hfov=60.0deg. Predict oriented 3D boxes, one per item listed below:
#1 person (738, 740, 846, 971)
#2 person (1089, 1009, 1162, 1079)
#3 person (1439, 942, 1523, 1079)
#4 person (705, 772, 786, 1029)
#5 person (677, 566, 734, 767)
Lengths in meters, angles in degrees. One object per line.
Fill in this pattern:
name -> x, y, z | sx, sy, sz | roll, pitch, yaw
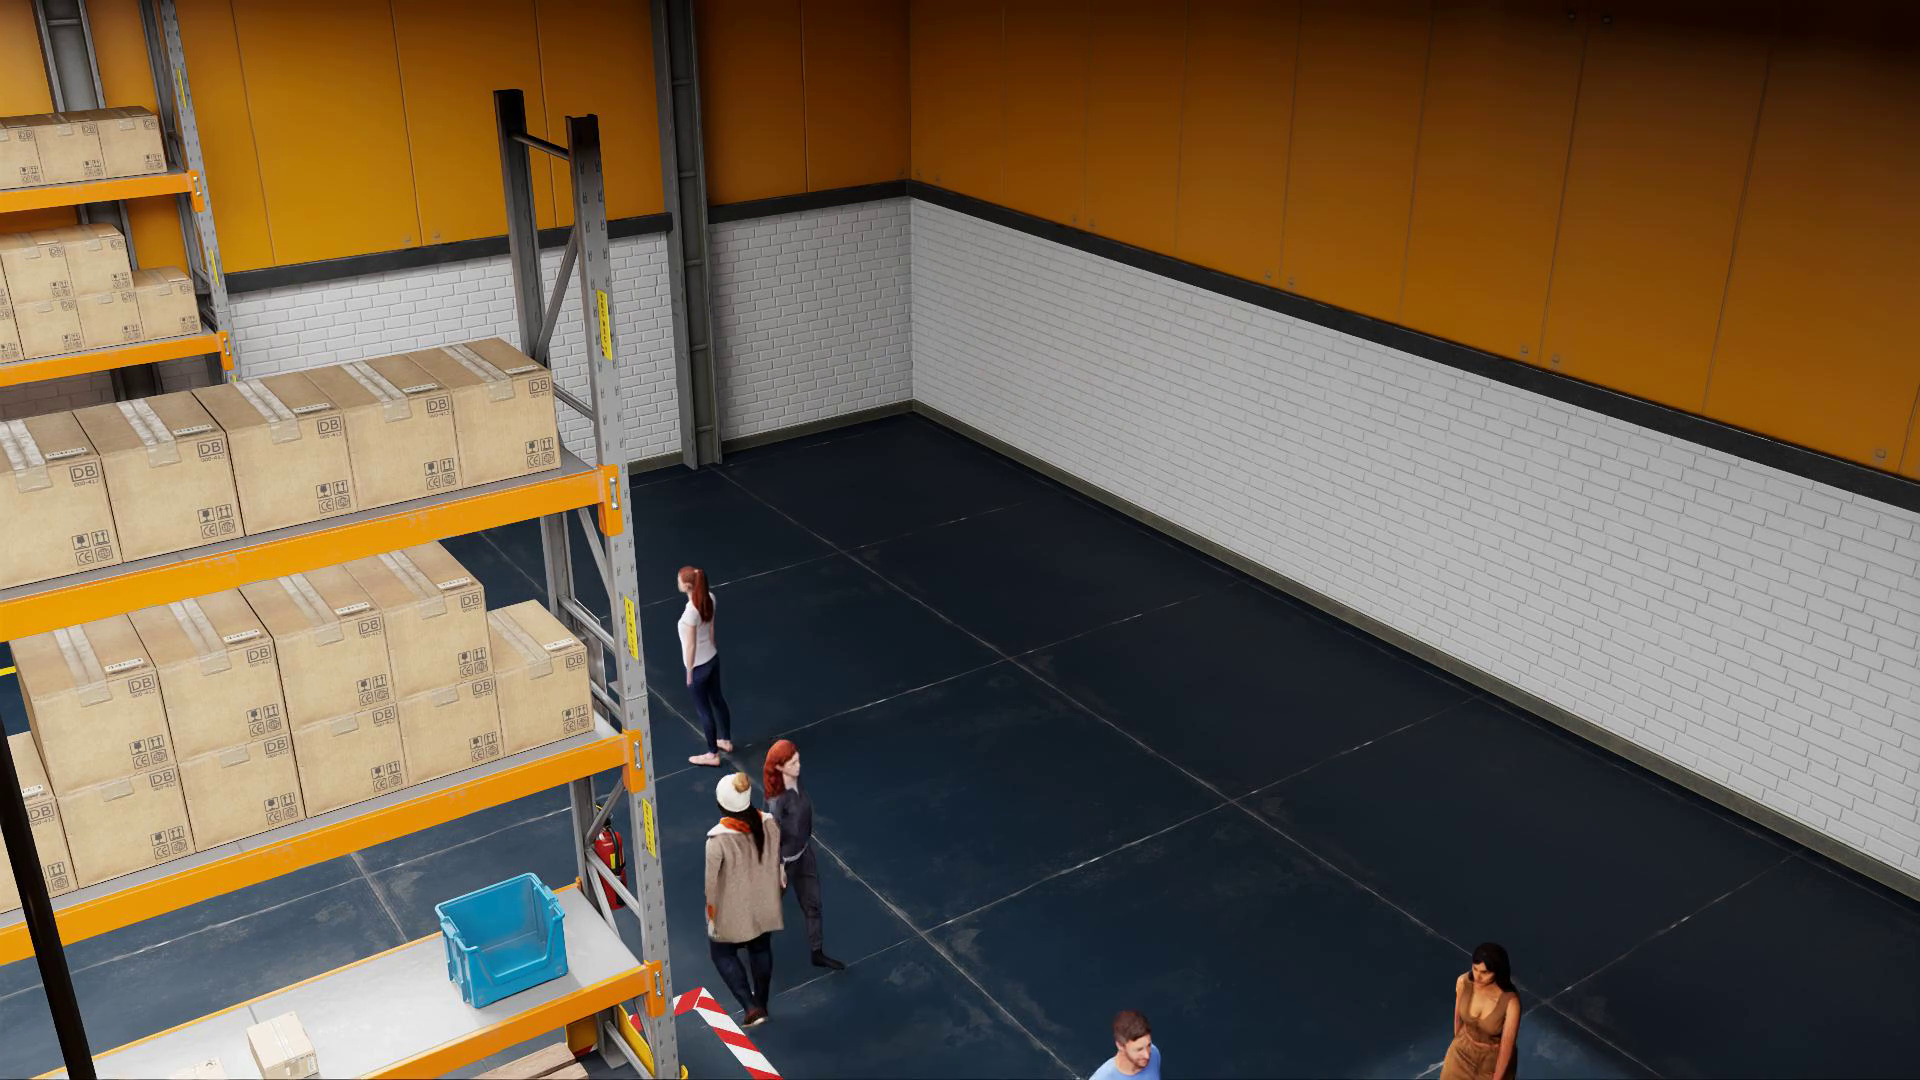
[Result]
person -> -1.225, 2.112, 11.098 | 1.059, 1.748, 1.104 | 8, 25, 18
person -> 0.771, 3.154, 8.629 | 1.144, 1.816, 0.691 | -16, 28, -31
person -> 3.001, 2.913, 9.380 | 0.673, 1.657, 0.875 | 20, 30, 37
person -> -1.321, 2.313, 10.468 | 0.733, 1.885, 0.793 | -14, 27, -30
person -> -2.087, 1.018, 13.624 | 0.732, 1.730, 0.652 | 8, 25, 18
